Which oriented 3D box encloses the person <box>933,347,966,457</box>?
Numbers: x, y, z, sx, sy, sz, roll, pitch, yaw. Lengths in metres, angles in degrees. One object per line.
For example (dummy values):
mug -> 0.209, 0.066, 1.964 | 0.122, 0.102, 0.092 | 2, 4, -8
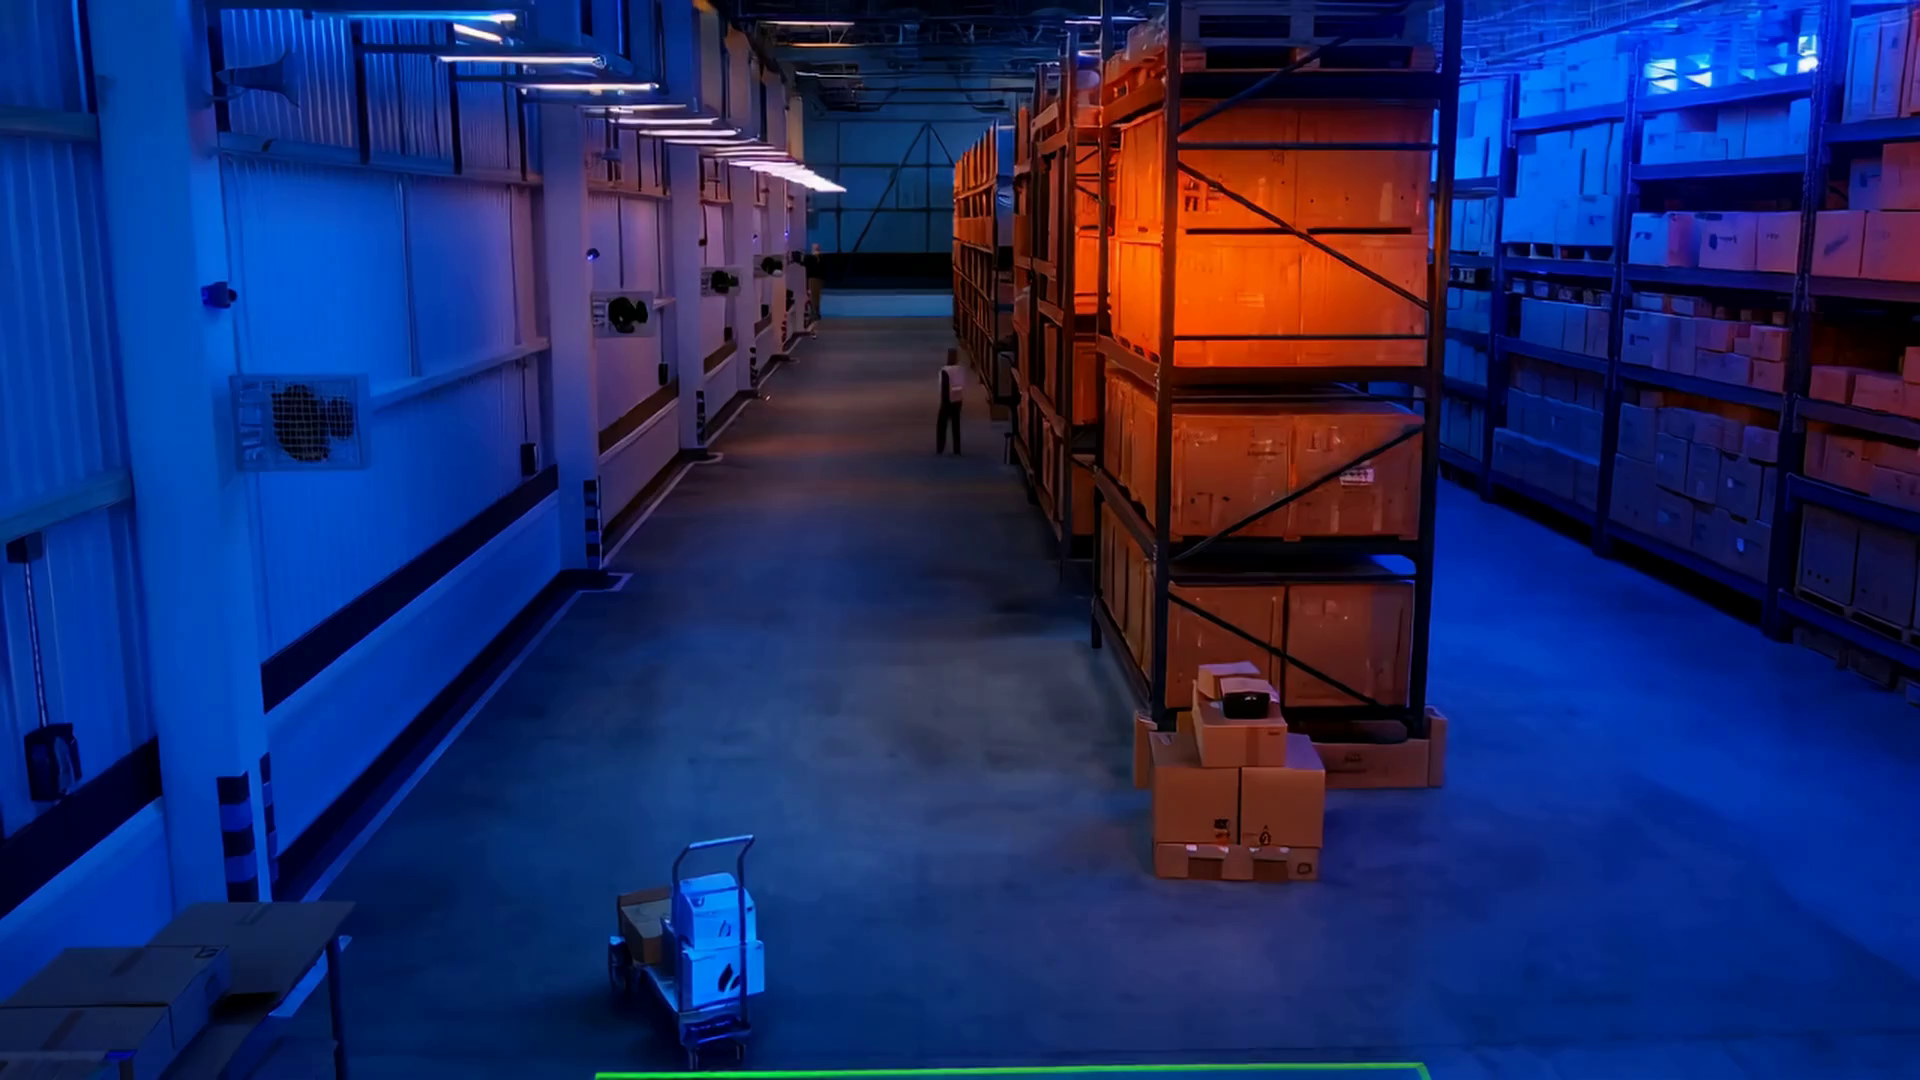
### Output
person -> -0.176, -2.370, 28.736 | 0.533, 1.898, 0.610 | 9, 14, 40
